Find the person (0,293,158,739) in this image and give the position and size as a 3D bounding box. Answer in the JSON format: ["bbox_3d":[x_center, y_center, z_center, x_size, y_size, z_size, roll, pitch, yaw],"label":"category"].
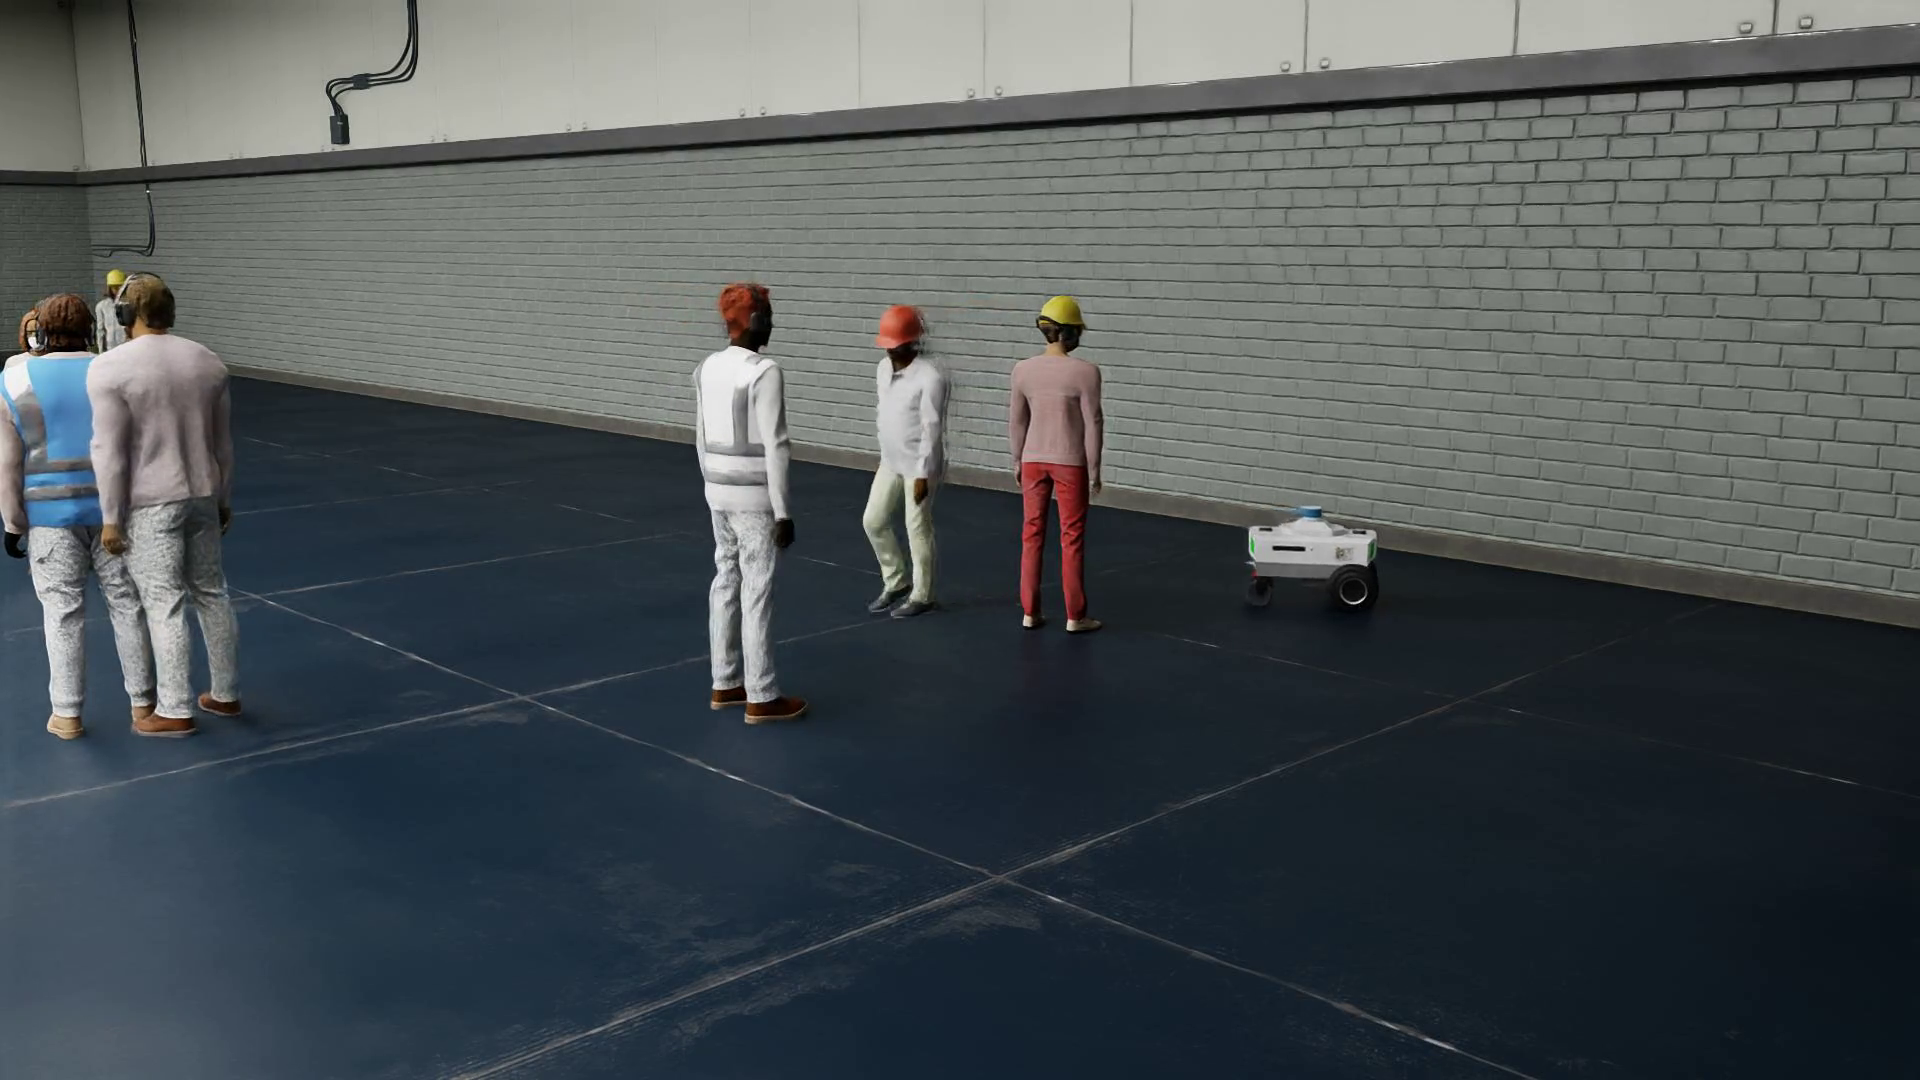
[{"bbox_3d":[-3.648,-0.099,6.925,0.634,1.842,0.429,-7,13,-35],"label":"person"}]

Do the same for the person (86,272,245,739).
[{"bbox_3d":[-3.308,-0.143,6.963,0.406,1.927,0.635,5,12,27],"label":"person"}]

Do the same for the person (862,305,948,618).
[{"bbox_3d":[-0.302,-0.408,8.957,0.463,1.707,0.627,-8,13,-37],"label":"person"}]

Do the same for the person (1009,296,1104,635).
[{"bbox_3d":[0.508,-0.389,8.720,0.526,1.765,0.330,6,12,28],"label":"person"}]

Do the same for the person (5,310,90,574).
[{"bbox_3d":[-5.588,-0.597,10.237,0.499,1.629,0.285,0,10,-1],"label":"person"}]

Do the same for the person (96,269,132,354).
[{"bbox_3d":[-8.800,-1.989,17.548,0.493,1.727,0.647,-2,11,-11],"label":"person"}]

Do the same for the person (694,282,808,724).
[{"bbox_3d":[-0.917,-0.161,7.154,0.340,1.881,0.582,-9,14,-40],"label":"person"}]

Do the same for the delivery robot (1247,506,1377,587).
[{"bbox_3d":[1.977,0.052,9.362,0.707,0.478,0.477,2,11,12],"label":"delivery robot"}]

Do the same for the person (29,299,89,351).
[{"bbox_3d":[-7.008,-1.083,12.976,0.500,1.588,0.858,-1,10,-4],"label":"person"}]
